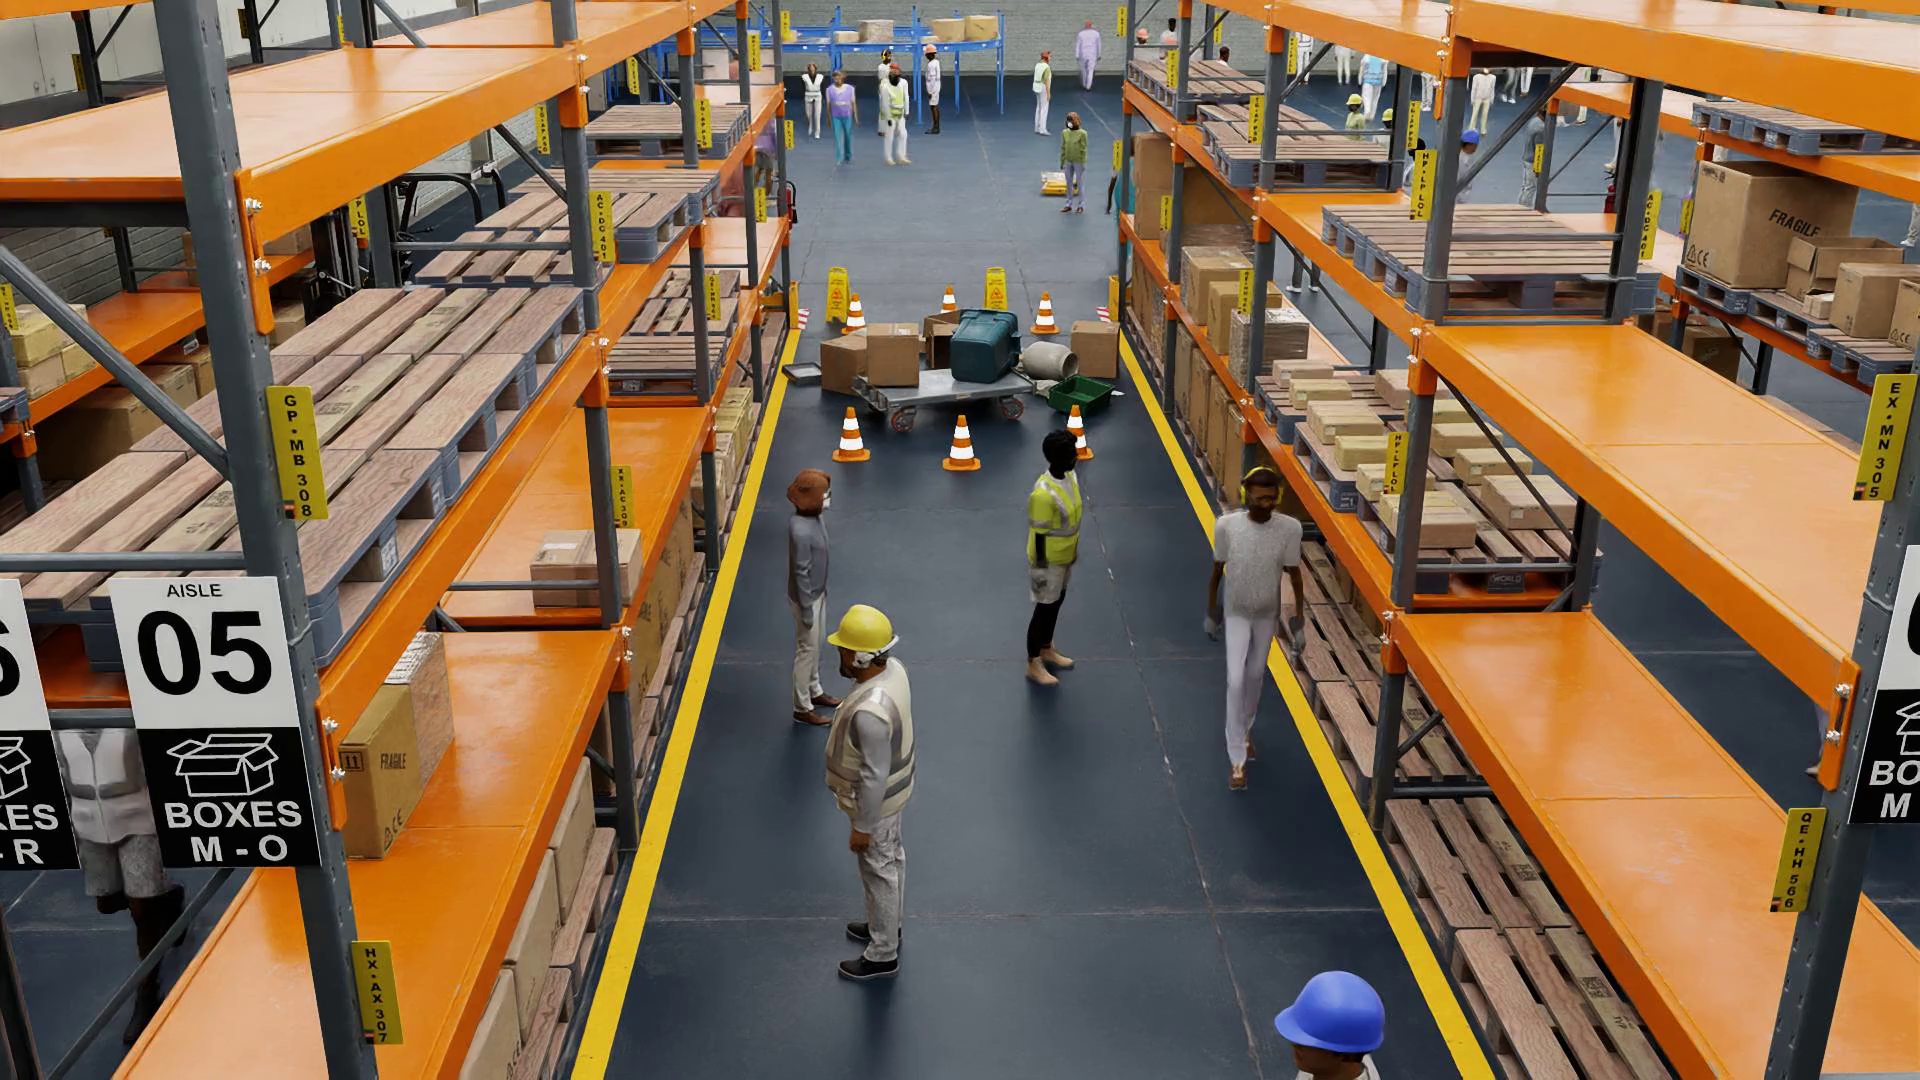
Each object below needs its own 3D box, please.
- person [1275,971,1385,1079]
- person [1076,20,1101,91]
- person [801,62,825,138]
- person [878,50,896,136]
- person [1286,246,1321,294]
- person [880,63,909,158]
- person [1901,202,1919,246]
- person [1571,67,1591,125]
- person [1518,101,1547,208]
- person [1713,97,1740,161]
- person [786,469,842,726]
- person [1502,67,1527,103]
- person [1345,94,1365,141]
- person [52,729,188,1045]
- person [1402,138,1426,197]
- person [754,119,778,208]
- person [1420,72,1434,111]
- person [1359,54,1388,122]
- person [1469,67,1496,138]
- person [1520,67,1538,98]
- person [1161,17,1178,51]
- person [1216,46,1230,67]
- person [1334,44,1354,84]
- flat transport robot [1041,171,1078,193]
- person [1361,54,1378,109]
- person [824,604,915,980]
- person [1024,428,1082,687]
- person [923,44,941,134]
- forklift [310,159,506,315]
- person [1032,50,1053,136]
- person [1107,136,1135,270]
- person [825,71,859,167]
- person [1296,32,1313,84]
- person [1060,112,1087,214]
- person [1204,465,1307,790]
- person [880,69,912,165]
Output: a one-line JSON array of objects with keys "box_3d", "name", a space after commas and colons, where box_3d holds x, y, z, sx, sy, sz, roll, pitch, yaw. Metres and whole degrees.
[{"box_3d": [1.064, 2.107, 4.908, 0.378, 1.950, 0.610, 2, 21, 4], "name": "person"}, {"box_3d": [3.580, -13.399, 46.013, 0.647, 1.859, 0.970, 6, 22, 15], "name": "person"}, {"box_3d": [-3.218, -9.648, 36.446, 0.522, 1.623, 0.596, -3, 21, -7], "name": "person"}, {"box_3d": [-1.627, -9.833, 36.604, 0.329, 1.861, 0.502, 8, 22, 20], "name": "person"}, {"box_3d": [4.482, -4.159, 21.506, 0.590, 1.926, 0.388, -4, 21, -10], "name": "person"}, {"box_3d": [-1.301, -8.521, 33.103, 0.584, 1.876, 0.337, 3, 21, 8], "name": "person"}, {"box_3d": [14.290, -5.207, 24.543, 0.484, 1.737, 0.322, 1, 21, 3], "name": "person"}, {"box_3d": [14.484, -10.491, 38.661, 0.284, 1.631, 0.511, 15, 25, 35], "name": "person"}, {"box_3d": [9.053, -5.935, 26.207, 0.371, 1.932, 0.623, 1, 21, 4], "name": "person"}, {"box_3d": [14.723, -7.946, 31.915, 0.514, 1.641, 0.307, -14, 25, -33], "name": "person"}, {"box_3d": [-0.897, 0.338, 10.040, 0.285, 1.622, 0.512, 2, 21, 5], "name": "person"}, {"box_3d": [14.327, -12.240, 42.881, 0.594, 1.912, 0.411, -6, 21, -15], "name": "person"}, {"box_3d": [6.751, -6.764, 28.615, 0.329, 1.767, 0.528, -6, 21, -15], "name": "person"}, {"box_3d": [-3.691, 1.204, 7.354, 0.552, 1.913, 0.774, -1, 21, -2], "name": "person"}, {"box_3d": [6.448, -4.873, 23.713, 0.318, 1.697, 0.535, 3, 21, 7], "name": "person"}, {"box_3d": [-3.280, -6.528, 27.624, 0.629, 2.027, 0.530, 11, 23, 27], "name": "person"}, {"box_3d": [11.611, -11.569, 41.347, 0.309, 1.744, 0.485, -5, 21, -12], "name": "person"}, {"box_3d": [9.719, -10.770, 39.140, 0.643, 1.814, 0.814, 3, 21, 7], "name": "person"}, {"box_3d": [11.398, -9.602, 36.300, 0.507, 1.631, 0.266, 1, 21, 2], "name": "person"}, {"box_3d": [15.098, -12.732, 44.306, 0.605, 1.827, 0.996, 9, 23, 23], "name": "person"}, {"box_3d": [5.778, -13.596, 46.433, 0.643, 1.938, 0.660, -19, 28, -40], "name": "person"}, {"box_3d": [5.744, -9.926, 36.784, 0.407, 1.908, 0.597, -5, 21, -14], "name": "person"}, {"box_3d": [10.966, -13.880, 47.455, 0.581, 1.737, 0.530, -1, 21, -3], "name": "person"}, {"box_3d": [1.789, -6.403, 29.740, 0.652, 0.197, 1.431, 0, 21, 1], "name": "flat transport robot"}, {"box_3d": [10.313, -11.817, 41.716, 0.391, 1.948, 0.605, -3, 21, -8], "name": "person"}, {"box_3d": [-0.414, 1.148, 7.607, 0.403, 1.835, 0.586, 2, 21, 6], "name": "person"}, {"box_3d": [0.600, 0.096, 10.594, 0.320, 1.691, 0.535, 9, 23, 22], "name": "person"}, {"box_3d": [-0.624, -10.006, 36.944, 0.379, 1.937, 0.548, 4, 21, 11], "name": "person"}, {"box_3d": [-5.622, -2.910, 17.832, 2.313, 2.155, 1.214, -1, 21, -1], "name": "forklift"}, {"box_3d": [1.811, -9.876, 36.741, 0.388, 1.838, 0.574, -8, 22, -20], "name": "person"}, {"box_3d": [2.370, -4.664, 22.988, 0.555, 1.812, 0.813, 10, 23, 25], "name": "person"}, {"box_3d": [-2.305, -8.229, 32.450, 0.640, 1.806, 0.831, -2, 21, -4], "name": "person"}, {"box_3d": [9.830, -14.025, 47.640, 0.574, 1.887, 0.355, -7, 22, -17], "name": "person"}, {"box_3d": [1.860, -6.183, 27.275, 0.502, 1.626, 0.283, 15, 25, 34], "name": "person"}, {"box_3d": [1.680, 0.486, 9.349, 0.542, 1.833, 0.875, 0, 21, 1], "name": "person"}, {"box_3d": [-1.246, -8.205, 32.347, 0.589, 1.823, 0.658, 17, 27, 38], "name": "person"}]
